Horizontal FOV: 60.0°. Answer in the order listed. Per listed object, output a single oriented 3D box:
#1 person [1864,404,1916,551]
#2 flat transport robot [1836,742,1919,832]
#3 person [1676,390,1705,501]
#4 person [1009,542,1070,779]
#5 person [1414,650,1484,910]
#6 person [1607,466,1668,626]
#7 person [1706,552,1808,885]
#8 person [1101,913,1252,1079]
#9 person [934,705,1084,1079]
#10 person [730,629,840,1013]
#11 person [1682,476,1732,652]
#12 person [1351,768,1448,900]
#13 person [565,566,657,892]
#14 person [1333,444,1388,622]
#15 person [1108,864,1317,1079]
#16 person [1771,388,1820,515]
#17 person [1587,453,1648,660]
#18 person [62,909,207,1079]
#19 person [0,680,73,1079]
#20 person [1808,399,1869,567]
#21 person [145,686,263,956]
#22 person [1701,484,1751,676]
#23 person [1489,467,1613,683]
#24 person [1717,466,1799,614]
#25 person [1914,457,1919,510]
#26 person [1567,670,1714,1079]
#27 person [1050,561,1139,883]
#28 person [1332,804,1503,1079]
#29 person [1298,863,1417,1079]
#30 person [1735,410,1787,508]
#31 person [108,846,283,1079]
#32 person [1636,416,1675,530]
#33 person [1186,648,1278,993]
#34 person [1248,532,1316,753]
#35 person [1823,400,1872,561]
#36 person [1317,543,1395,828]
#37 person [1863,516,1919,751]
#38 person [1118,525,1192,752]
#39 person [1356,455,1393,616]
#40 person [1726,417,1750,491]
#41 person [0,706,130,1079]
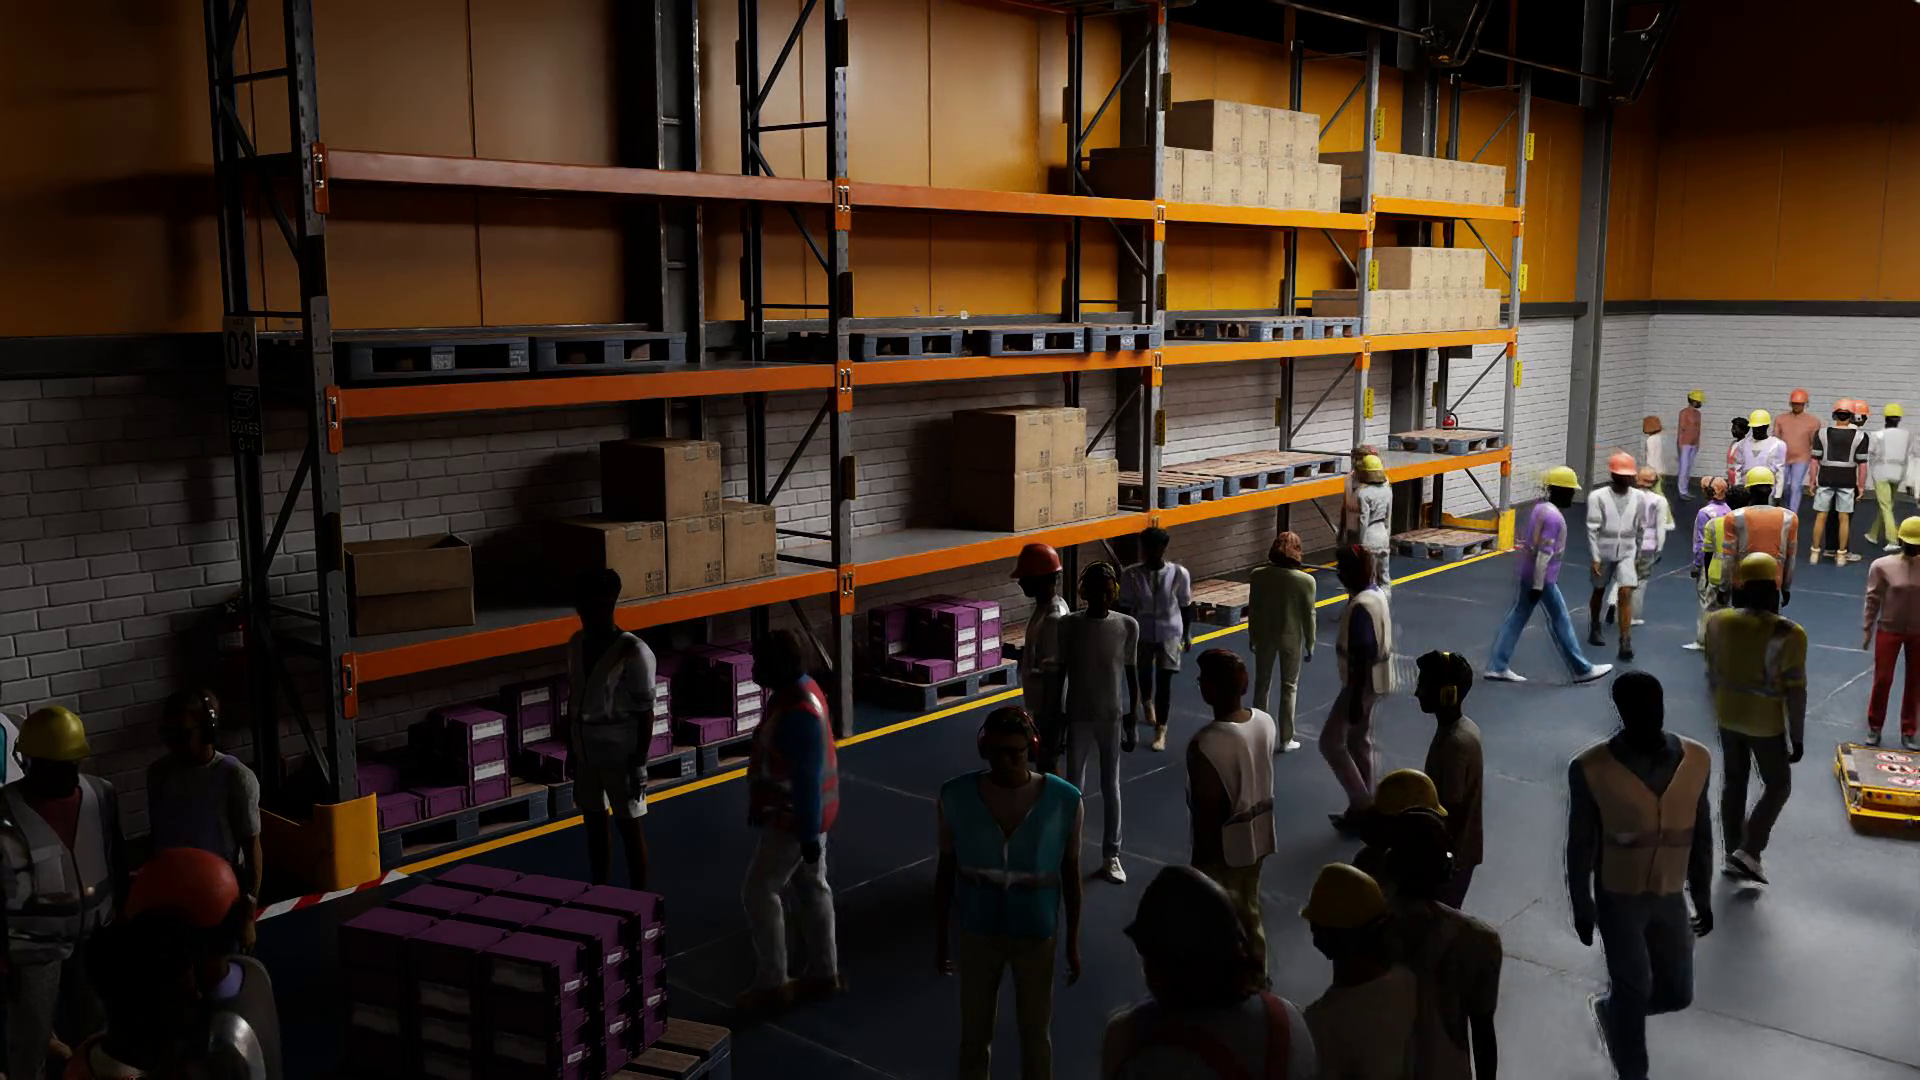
[{"bbox_3d":[11.907,-0.807,21.356,0.593,1.883,1.009,0,9,0],"label":"person"},{"bbox_3d":[6.145,1.610,10.878,0.652,0.197,1.431,4,10,24],"label":"flat transport robot"},{"bbox_3d":[11.479,-1.491,26.157,0.538,1.742,0.390,-6,10,-32],"label":"person"},{"bbox_3d":[0.481,0.963,9.738,0.391,1.928,0.547,0,9,0],"label":"person"},{"bbox_3d":[2.091,1.392,7.189,0.327,1.862,0.509,3,9,17],"label":"person"},{"bbox_3d":[6.673,0.077,16.440,0.528,1.620,0.501,8,12,43],"label":"person"},{"bbox_3d":[4.524,1.014,9.474,0.493,1.906,0.601,-7,11,-37],"label":"person"},{"bbox_3d":[0.608,1.839,4.388,0.548,1.829,0.535,0,9,-3],"label":"person"},{"bbox_3d":[0.188,1.521,6.406,0.572,1.839,0.373,1,9,5],"label":"person"},{"bbox_3d":[-0.872,1.309,7.857,0.665,1.815,0.617,0,9,-3],"label":"person"},{"bbox_3d":[6.971,0.220,15.450,0.520,1.640,0.307,-7,12,-40],"label":"person"},{"bbox_3d":[1.529,1.654,5.909,0.341,1.736,0.486,-1,9,-5],"label":"person"},{"bbox_3d":[-1.848,1.105,8.693,0.609,1.965,0.364,6,11,34],"label":"person"},{"bbox_3d":[4.029,-0.059,16.656,0.452,1.828,0.602,-4,10,-23],"label":"person"},{"bbox_3d":[0.534,1.763,4.205,0.689,2.000,0.949,-7,11,-38],"label":"person"},{"bbox_3d":[11.551,-1.123,23.027,0.626,1.972,0.632,8,12,42],"label":"person"},{"bbox_3d":[6.031,0.125,15.322,0.543,1.881,1.019,1,9,8],"label":"person"},{"bbox_3d":[-1.957,1.837,4.007,0.375,1.956,0.606,-6,11,-34],"label":"person"},{"bbox_3d":[-4.154,1.421,7.108,0.429,1.831,0.635,4,10,25],"label":"person"},{"bbox_3d":[10.600,-0.690,20.084,0.614,2.029,0.409,5,10,31],"label":"person"},{"bbox_3d":[-3.024,1.482,6.646,0.508,1.846,0.345,2,9,12],"label":"person"},{"bbox_3d":[6.668,0.362,14.345,0.315,1.696,0.541,-7,11,-37],"label":"person"},{"bbox_3d":[5.030,0.310,14.129,1.020,1.862,0.601,1,9,4],"label":"person"},{"bbox_3d":[6.541,0.353,13.682,0.585,1.922,0.377,1,9,6],"label":"person"},{"bbox_3d":[11.907,-0.496,20.210,0.524,1.596,0.848,7,11,38],"label":"person"},{"bbox_3d":[2.745,1.434,6.797,0.614,1.890,0.565,-1,9,-9],"label":"person"},{"bbox_3d":[0.770,1.036,9.493,0.509,1.860,0.334,0,9,0],"label":"person"},{"bbox_3d":[1.386,1.720,5.131,0.502,1.839,0.344,3,9,19],"label":"person"},{"bbox_3d":[1.126,1.800,4.886,0.536,1.754,0.356,-7,11,-36],"label":"person"},{"bbox_3d":[9.503,-0.596,19.823,0.391,1.919,0.585,-7,11,-39],"label":"person"},{"bbox_3d":[-1.903,1.759,4.231,0.393,2.040,0.615,-3,9,-17],"label":"person"},{"bbox_3d":[9.515,-0.912,22.920,0.643,1.625,0.516,7,11,37],"label":"person"},{"bbox_3d":[1.181,1.387,7.267,0.377,1.841,0.567,8,12,40],"label":"person"},{"bbox_3d":[2.345,0.742,12.135,0.504,1.622,0.299,4,10,26],"label":"person"},{"bbox_3d":[10.967,-0.738,20.522,0.407,1.986,0.616,0,9,2],"label":"person"},{"bbox_3d":[2.470,0.918,10.326,0.444,1.825,0.627,3,9,20],"label":"person"},{"bbox_3d":[6.905,0.680,12.162,0.537,1.747,0.395,3,9,17],"label":"person"},{"bbox_3d":[1.458,0.681,12.436,0.543,1.662,0.822,2,9,10],"label":"person"},{"bbox_3d":[4.030,0.035,16.314,0.488,1.740,0.317,-7,11,-38],"label":"person"},{"bbox_3d":[10.089,-0.748,21.531,0.319,1.692,0.536,0,9,1],"label":"person"},{"bbox_3d":[-3.476,1.530,6.422,0.403,1.824,0.592,6,11,33],"label":"person"}]
